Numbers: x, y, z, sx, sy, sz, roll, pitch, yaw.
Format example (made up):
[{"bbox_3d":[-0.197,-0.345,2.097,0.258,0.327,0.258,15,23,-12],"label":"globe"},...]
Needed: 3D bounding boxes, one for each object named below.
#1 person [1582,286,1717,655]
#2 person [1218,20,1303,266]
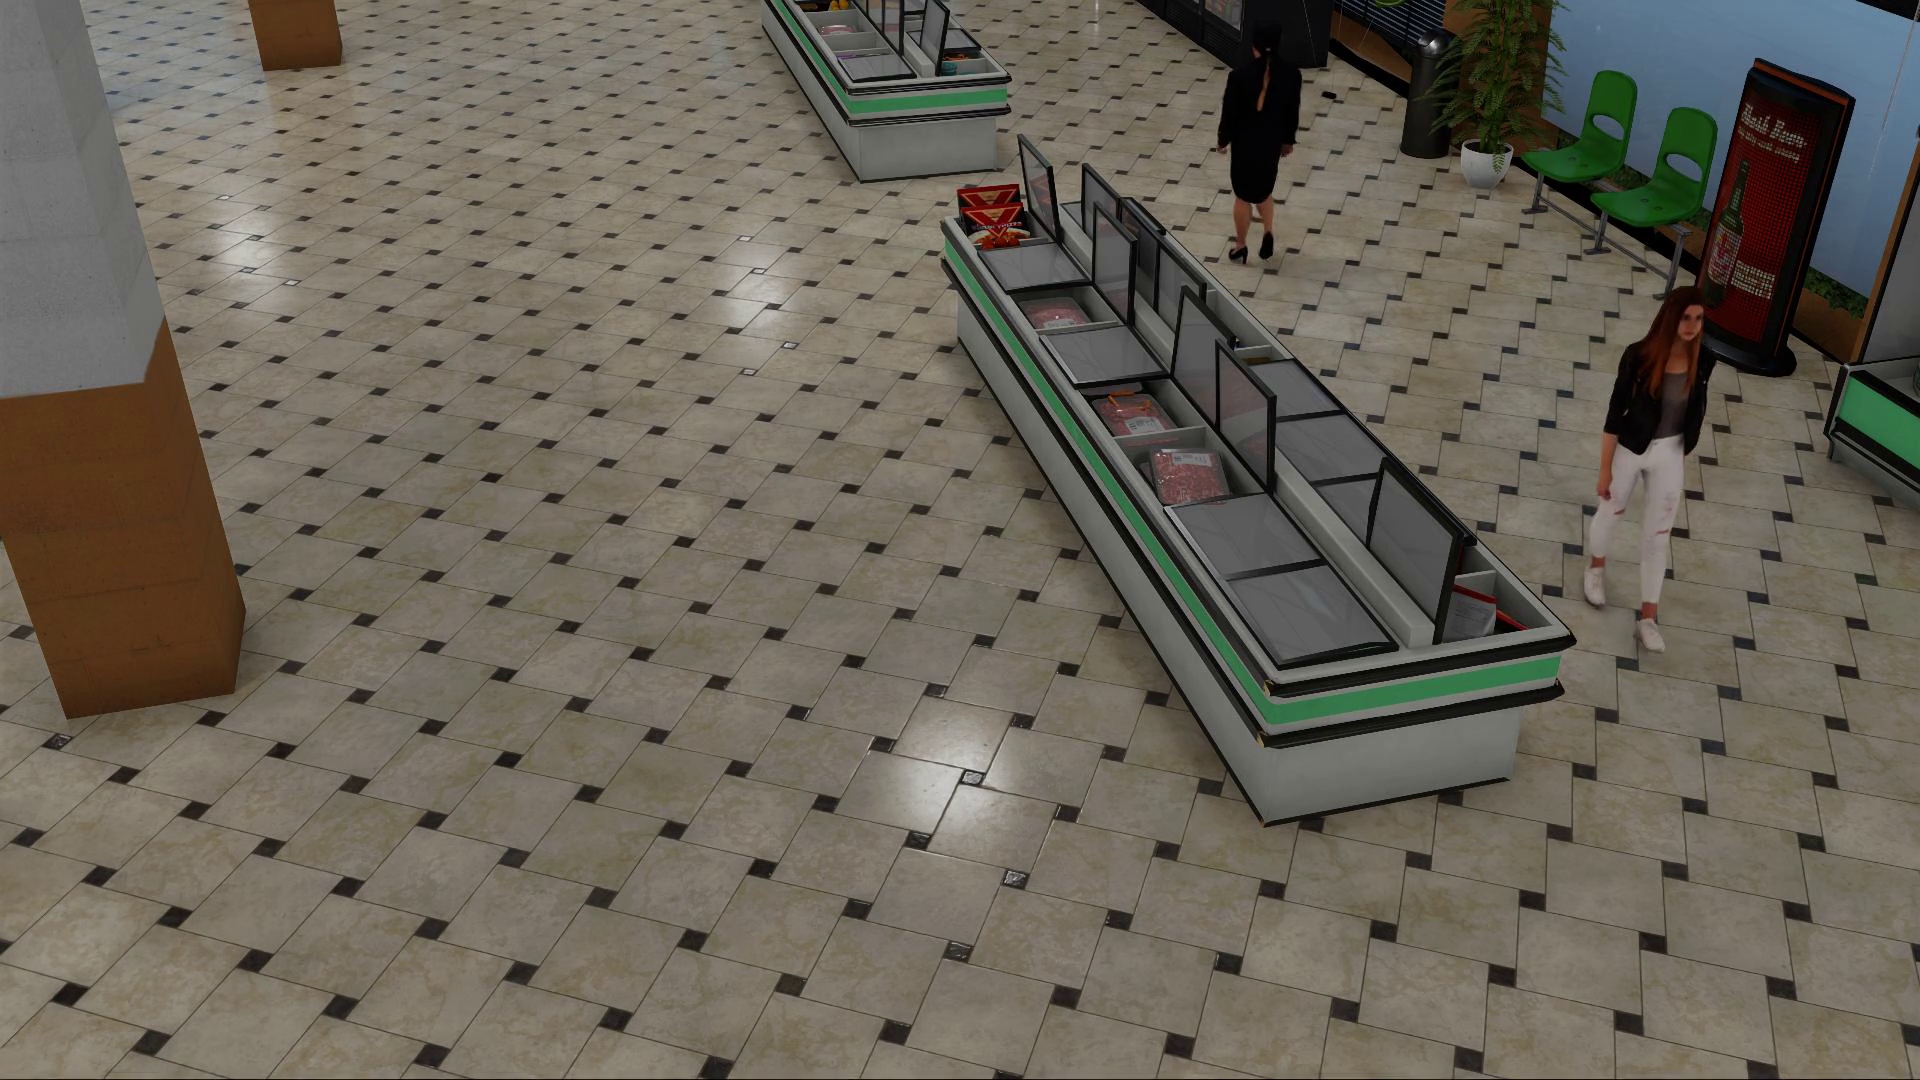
[{"bbox_3d":[3.106,-0.404,7.634,0.842,1.675,1.083,4,32,7],"label":"person"},{"bbox_3d":[2.013,-2.616,11.201,0.697,1.662,0.705,-7,33,-11],"label":"person"}]
